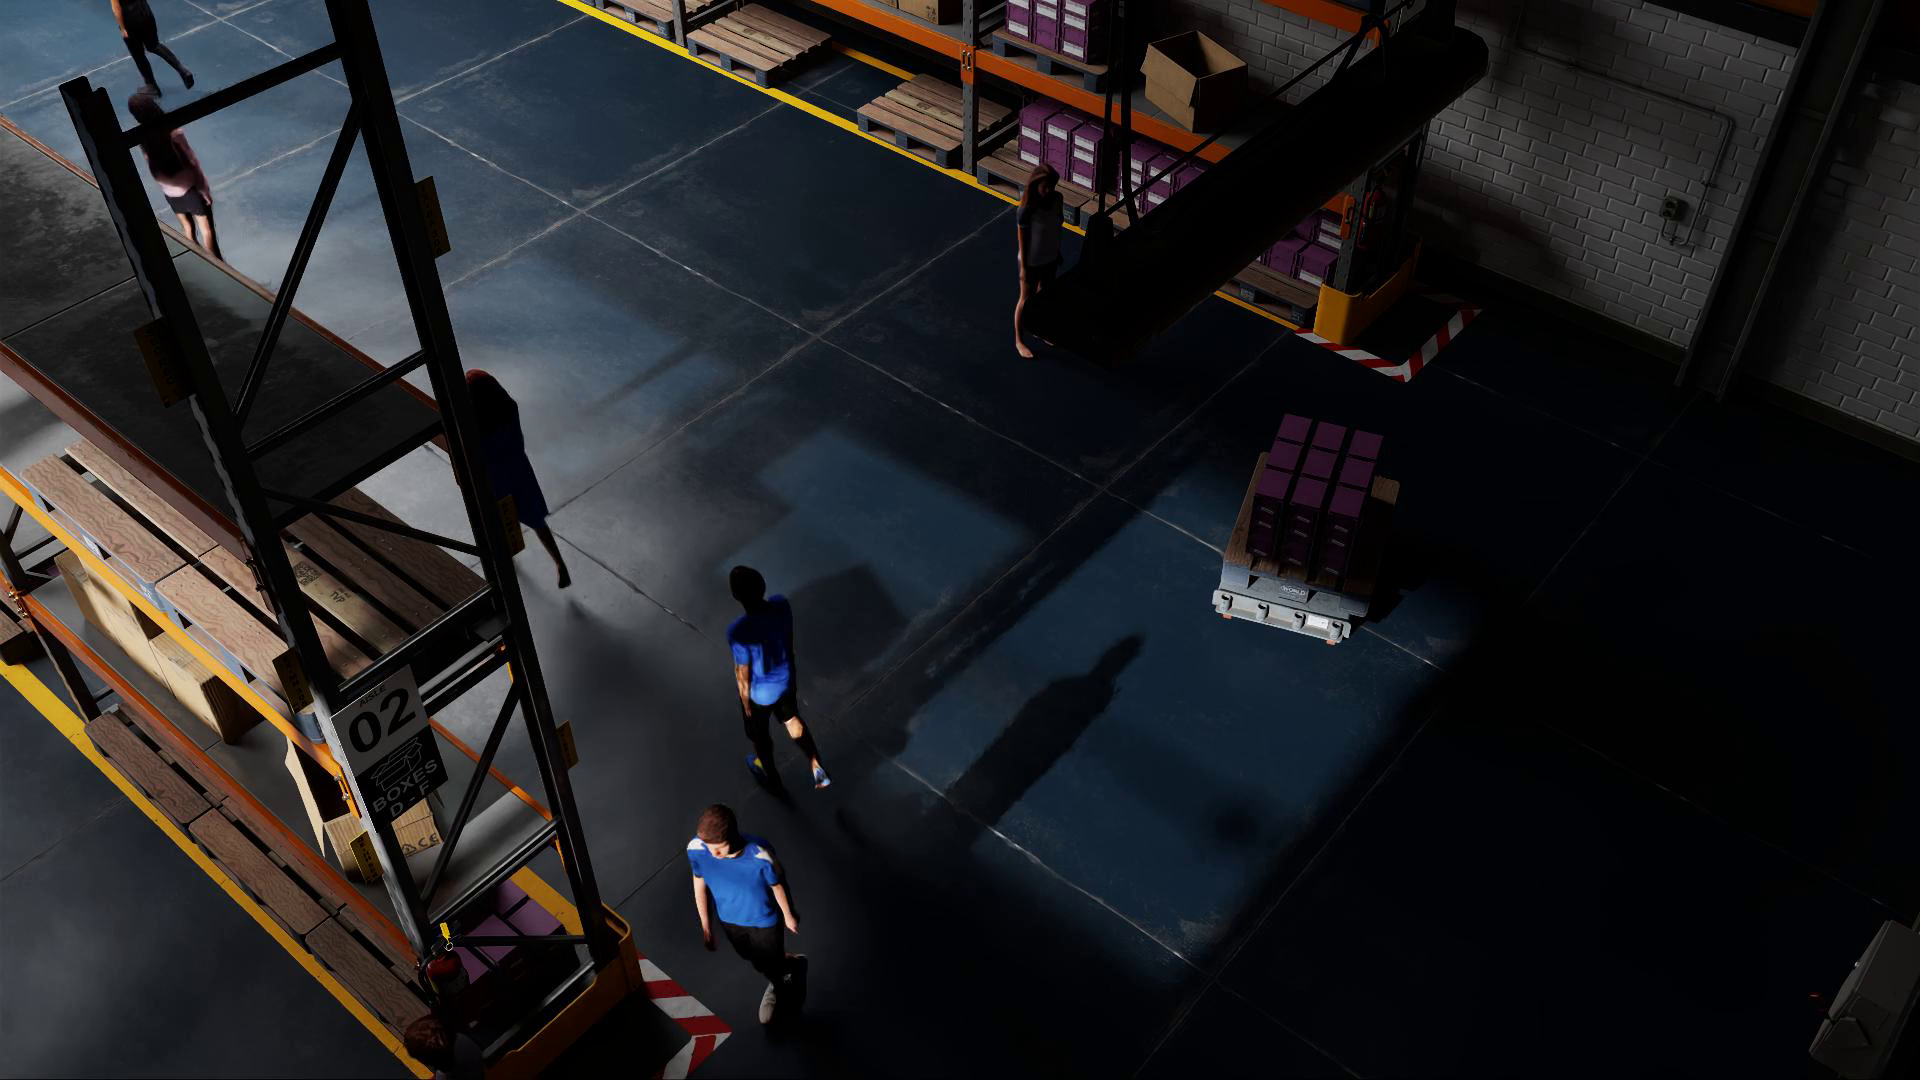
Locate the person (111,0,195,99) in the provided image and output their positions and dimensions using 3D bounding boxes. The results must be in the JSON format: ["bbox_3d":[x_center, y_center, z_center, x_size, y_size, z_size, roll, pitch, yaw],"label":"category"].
[{"bbox_3d":[-8.063,-5.126,16.401,0.998,1.674,0.806,12,45,12],"label":"person"}]

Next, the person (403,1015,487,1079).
[{"bbox_3d":[-2.276,2.803,8.107,0.929,1.633,0.870,-12,45,-12],"label":"person"}]

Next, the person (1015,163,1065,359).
[{"bbox_3d":[0.621,-2.272,13.365,0.635,1.729,0.601,-29,51,-27],"label":"person"}]

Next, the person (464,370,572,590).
[{"bbox_3d":[-3.035,-0.382,11.335,0.705,1.793,1.136,-32,52,-29],"label":"person"}]

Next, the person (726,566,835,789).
[{"bbox_3d":[-1.081,0.914,9.935,0.682,1.848,0.953,-33,52,-30],"label":"person"}]

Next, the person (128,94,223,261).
[{"bbox_3d":[-6.452,-2.864,13.946,0.683,1.785,0.832,17,46,17],"label":"person"}]

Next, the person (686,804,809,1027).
[{"bbox_3d":[-1.112,1.905,8.900,0.795,1.839,0.891,5,44,6],"label":"person"}]
